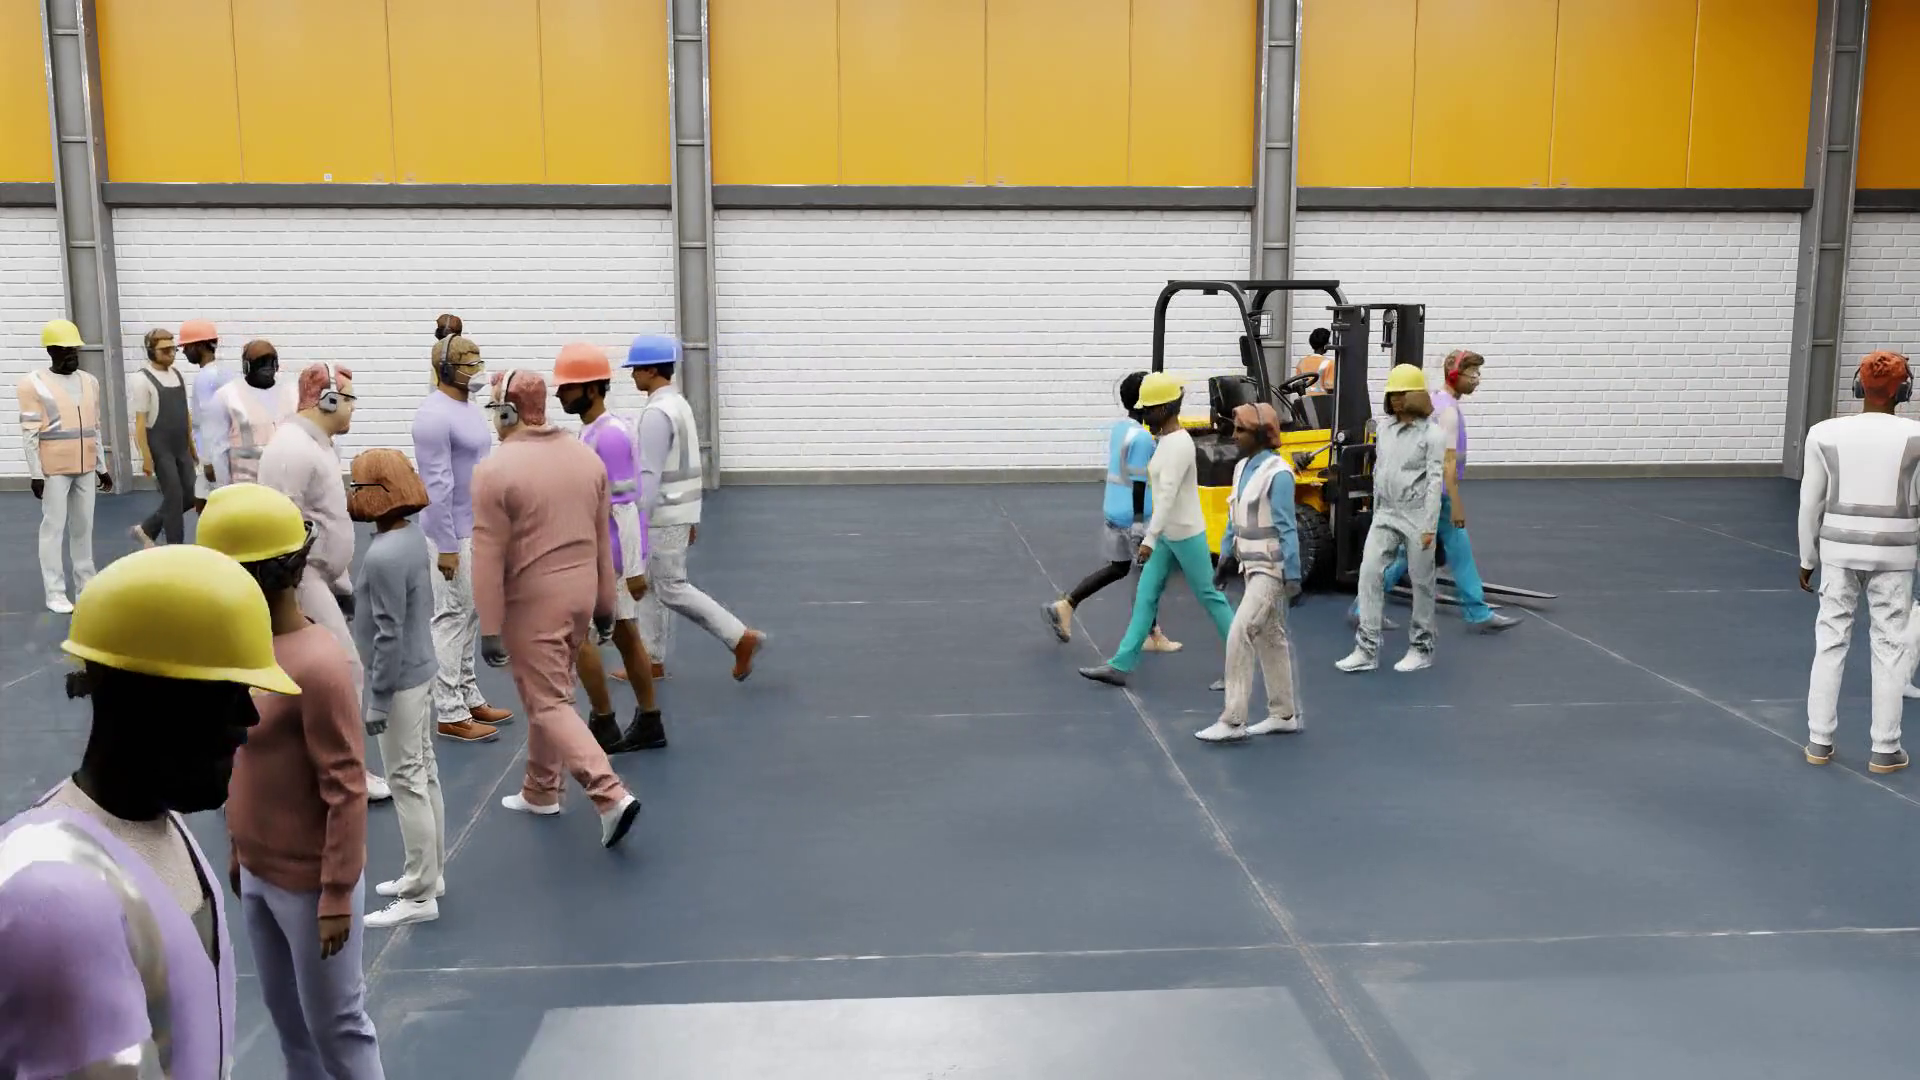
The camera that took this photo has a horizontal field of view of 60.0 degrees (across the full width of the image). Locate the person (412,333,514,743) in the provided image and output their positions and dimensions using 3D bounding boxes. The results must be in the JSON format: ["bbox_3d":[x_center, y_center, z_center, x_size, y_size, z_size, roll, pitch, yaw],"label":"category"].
[{"bbox_3d":[-2.384,-0.012,7.956,0.372,1.940,0.630,0,9,0],"label":"person"}]

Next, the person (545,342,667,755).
[{"bbox_3d":[-1.642,0.066,7.544,0.675,1.915,0.548,-3,9,-16],"label":"person"}]

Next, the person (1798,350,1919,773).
[{"bbox_3d":[4.057,0.099,7.434,0.576,1.883,0.354,7,11,36],"label":"person"}]

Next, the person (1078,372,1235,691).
[{"bbox_3d":[1.142,-0.034,8.825,0.947,1.700,0.537,-1,9,-3],"label":"person"}]

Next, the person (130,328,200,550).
[{"bbox_3d":[-5.965,-0.671,12.443,0.614,1.828,0.537,2,9,11],"label":"person"}]

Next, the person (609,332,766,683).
[{"bbox_3d":[-1.475,-0.149,8.885,0.797,1.919,0.605,0,9,-3],"label":"person"}]

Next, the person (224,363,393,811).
[{"bbox_3d":[-2.688,0.206,6.869,0.823,1.846,0.662,-4,10,-22],"label":"person"}]

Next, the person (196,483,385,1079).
[{"bbox_3d":[-1.522,0.747,3.736,0.533,1.765,0.330,9,12,43],"label":"person"}]

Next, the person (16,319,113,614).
[{"bbox_3d":[-5.882,-0.490,10.985,0.370,1.928,0.585,4,10,21],"label":"person"}]

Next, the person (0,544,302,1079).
[{"bbox_3d":[-1.063,0.940,2.233,1.020,1.850,0.606,-1,9,-6],"label":"person"}]

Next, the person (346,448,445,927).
[{"bbox_3d":[-1.950,0.504,5.703,0.342,1.631,0.507,-1,9,-8],"label":"person"}]

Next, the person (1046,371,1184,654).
[{"bbox_3d":[0.916,-0.149,9.668,0.733,1.672,0.533,-2,9,-11],"label":"person"}]

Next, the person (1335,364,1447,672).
[{"bbox_3d":[2.379,-0.099,9.151,0.711,1.717,0.507,-7,11,-37],"label":"person"}]

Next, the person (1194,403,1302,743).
[{"bbox_3d":[1.335,0.164,7.844,0.668,1.613,0.544,-2,9,-11],"label":"person"}]

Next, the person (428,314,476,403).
[{"bbox_3d":[-4.888,-1.250,16.025,0.429,1.846,0.629,1,9,8],"label":"person"}]

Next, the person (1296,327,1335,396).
[{"bbox_3d":[3.606,-1.298,16.816,0.320,1.691,0.524,-6,11,-31],"label":"person"}]

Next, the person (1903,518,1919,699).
[{"bbox_3d":[5.232,0.043,8.683,0.860,1.590,0.547,-1,9,-5],"label":"person"}]

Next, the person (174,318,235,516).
[{"bbox_3d":[-5.240,-0.622,11.879,0.642,1.909,0.574,-1,9,-8],"label":"person"}]

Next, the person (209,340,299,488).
[{"bbox_3d":[-4.370,-0.372,10.630,0.639,1.793,0.938,-9,13,-44],"label":"person"}]

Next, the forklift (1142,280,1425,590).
[{"bbox_3d":[2.301,-0.860,12.475,1.214,2.155,2.313,-6,11,-35],"label":"forklift"}]

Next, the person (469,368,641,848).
[{"bbox_3d":[-1.570,0.265,6.492,0.894,1.872,0.649,6,11,32],"label":"person"}]

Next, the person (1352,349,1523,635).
[{"bbox_3d":[2.923,-0.279,10.203,1.014,1.775,0.570,3,10,18],"label":"person"}]
